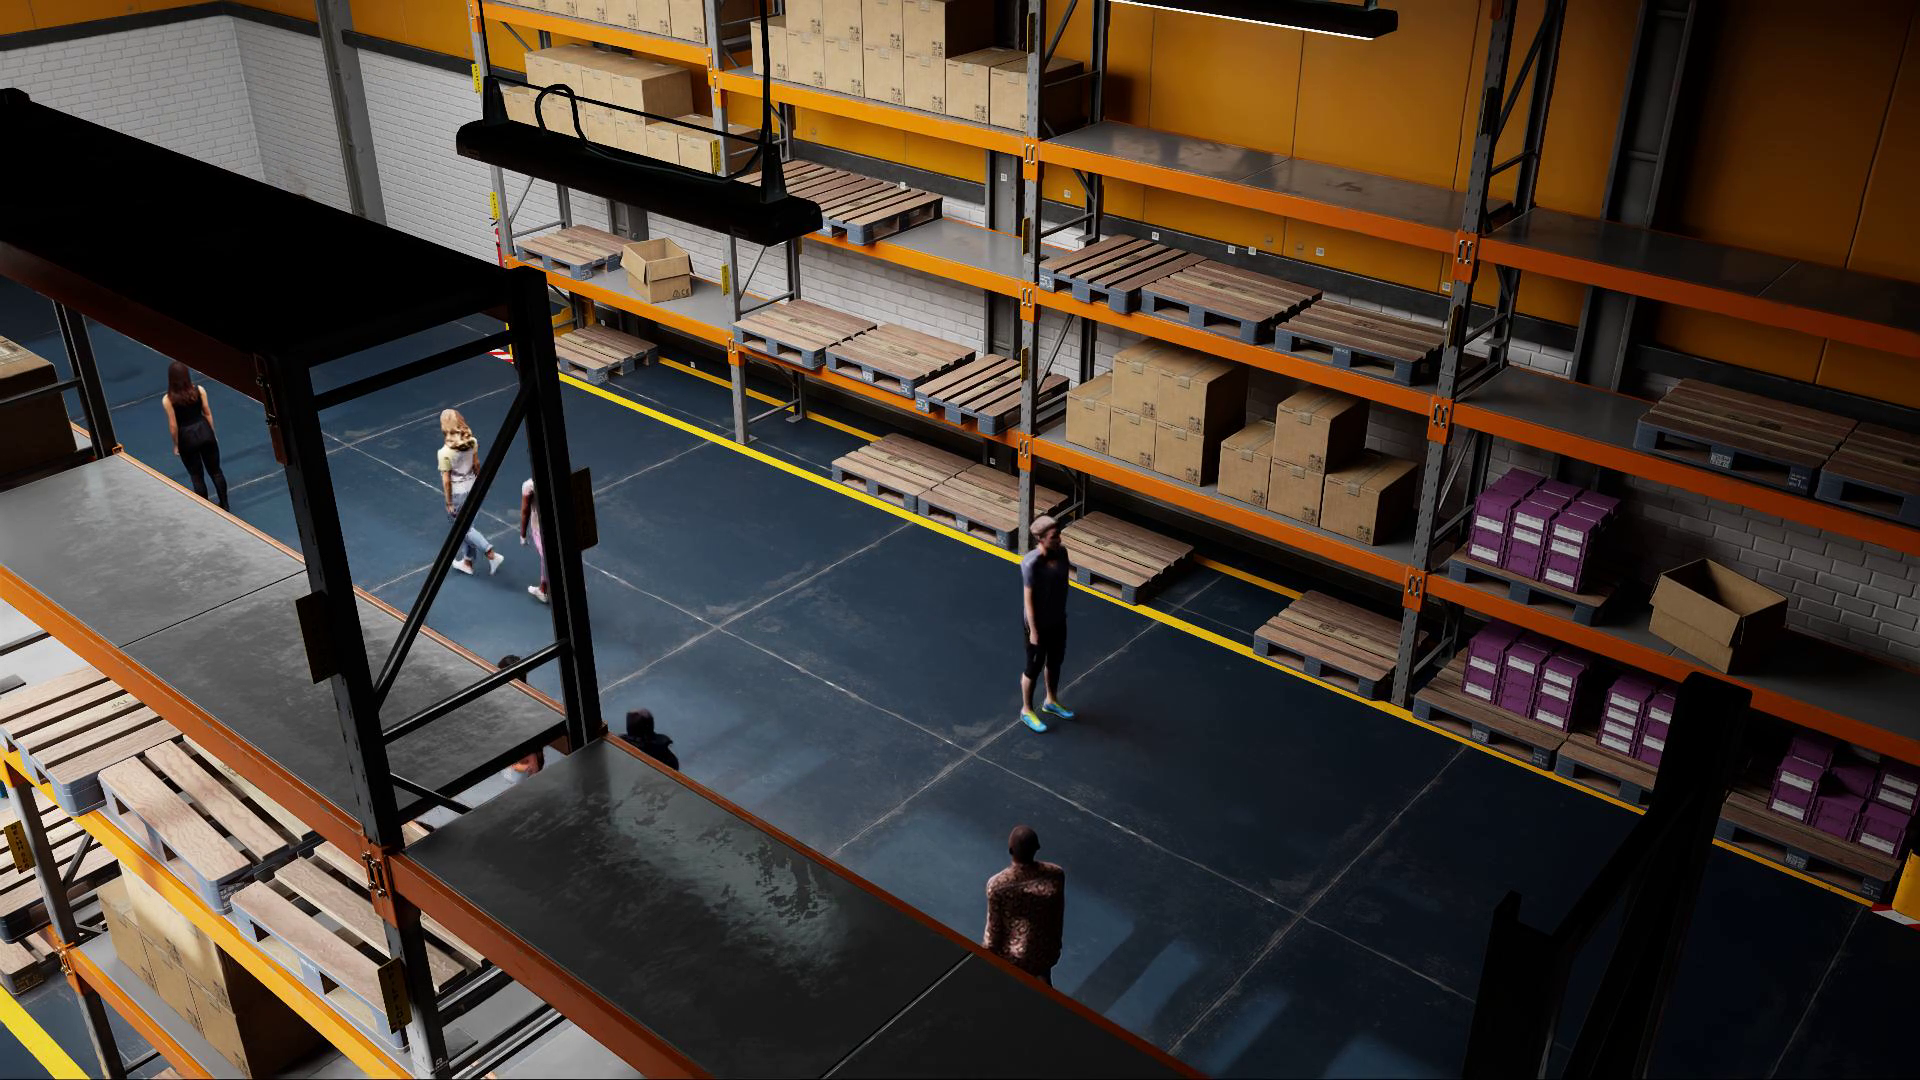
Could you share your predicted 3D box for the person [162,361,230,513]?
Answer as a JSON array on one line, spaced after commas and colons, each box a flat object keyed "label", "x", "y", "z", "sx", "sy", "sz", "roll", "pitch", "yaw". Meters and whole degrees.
[{"label": "person", "x": -7.624, "y": -0.991, "z": 16.591, "sx": 0.609, "sy": 1.688, "sz": 0.586, "roll": -24, "pitch": 37, "yaw": -37}]

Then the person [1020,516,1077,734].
[{"label": "person", "x": 0.658, "y": 0.650, "z": 13.375, "sx": 0.608, "sy": 1.888, "sz": 0.677, "roll": 24, "pitch": 37, "yaw": 37}]

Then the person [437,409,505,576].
[{"label": "person", "x": -4.571, "y": -0.400, "z": 15.487, "sx": 0.981, "sy": 1.709, "sz": 0.737, "roll": 15, "pitch": 32, "yaw": 26}]

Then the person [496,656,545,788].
[{"label": "person", "x": -3.058, "y": 1.670, "z": 11.643, "sx": 0.889, "sy": 1.756, "sz": 0.511, "roll": -17, "pitch": 33, "yaw": -28}]

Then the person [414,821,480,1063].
[{"label": "person", "x": -3.272, "y": 2.422, "z": 10.286, "sx": 0.726, "sy": 1.735, "sz": 1.207, "roll": -22, "pitch": 35, "yaw": -34}]

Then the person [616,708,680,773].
[{"label": "person", "x": -2.151, "y": 1.905, "z": 11.307, "sx": 0.807, "sy": 1.665, "sz": 0.875, "roll": 1, "pitch": 29, "yaw": 1}]

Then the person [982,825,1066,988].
[{"label": "person", "x": 0.381, "y": 2.487, "z": 10.090, "sx": 0.779, "sy": 1.808, "sz": 0.753, "roll": -12, "pitch": 31, "yaw": -21}]
